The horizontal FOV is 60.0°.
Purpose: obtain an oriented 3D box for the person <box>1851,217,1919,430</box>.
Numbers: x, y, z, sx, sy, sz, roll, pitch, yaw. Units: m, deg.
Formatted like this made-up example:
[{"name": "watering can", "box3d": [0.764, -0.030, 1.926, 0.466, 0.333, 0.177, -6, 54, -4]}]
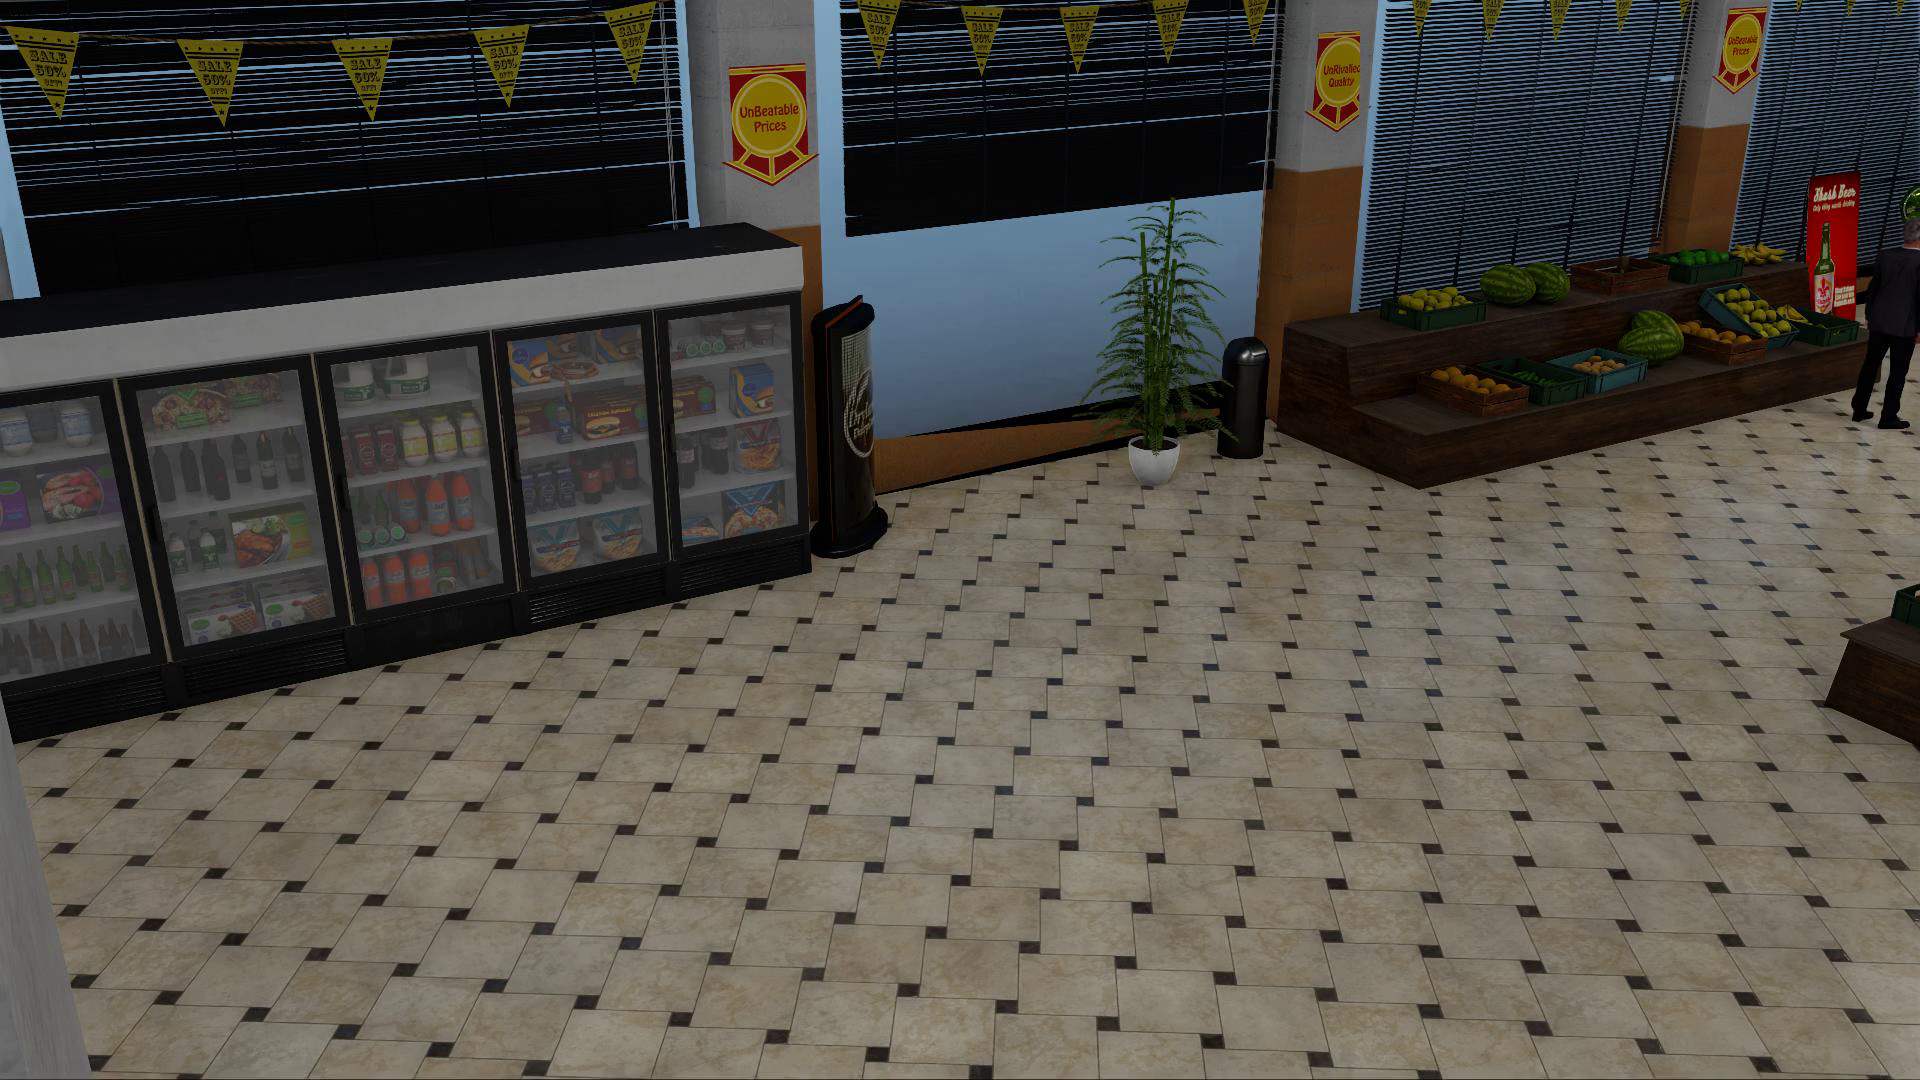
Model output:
[{"name": "person", "box3d": [8.127, -1.897, 14.439, 0.576, 1.840, 0.727, -11, 24, -26]}]
